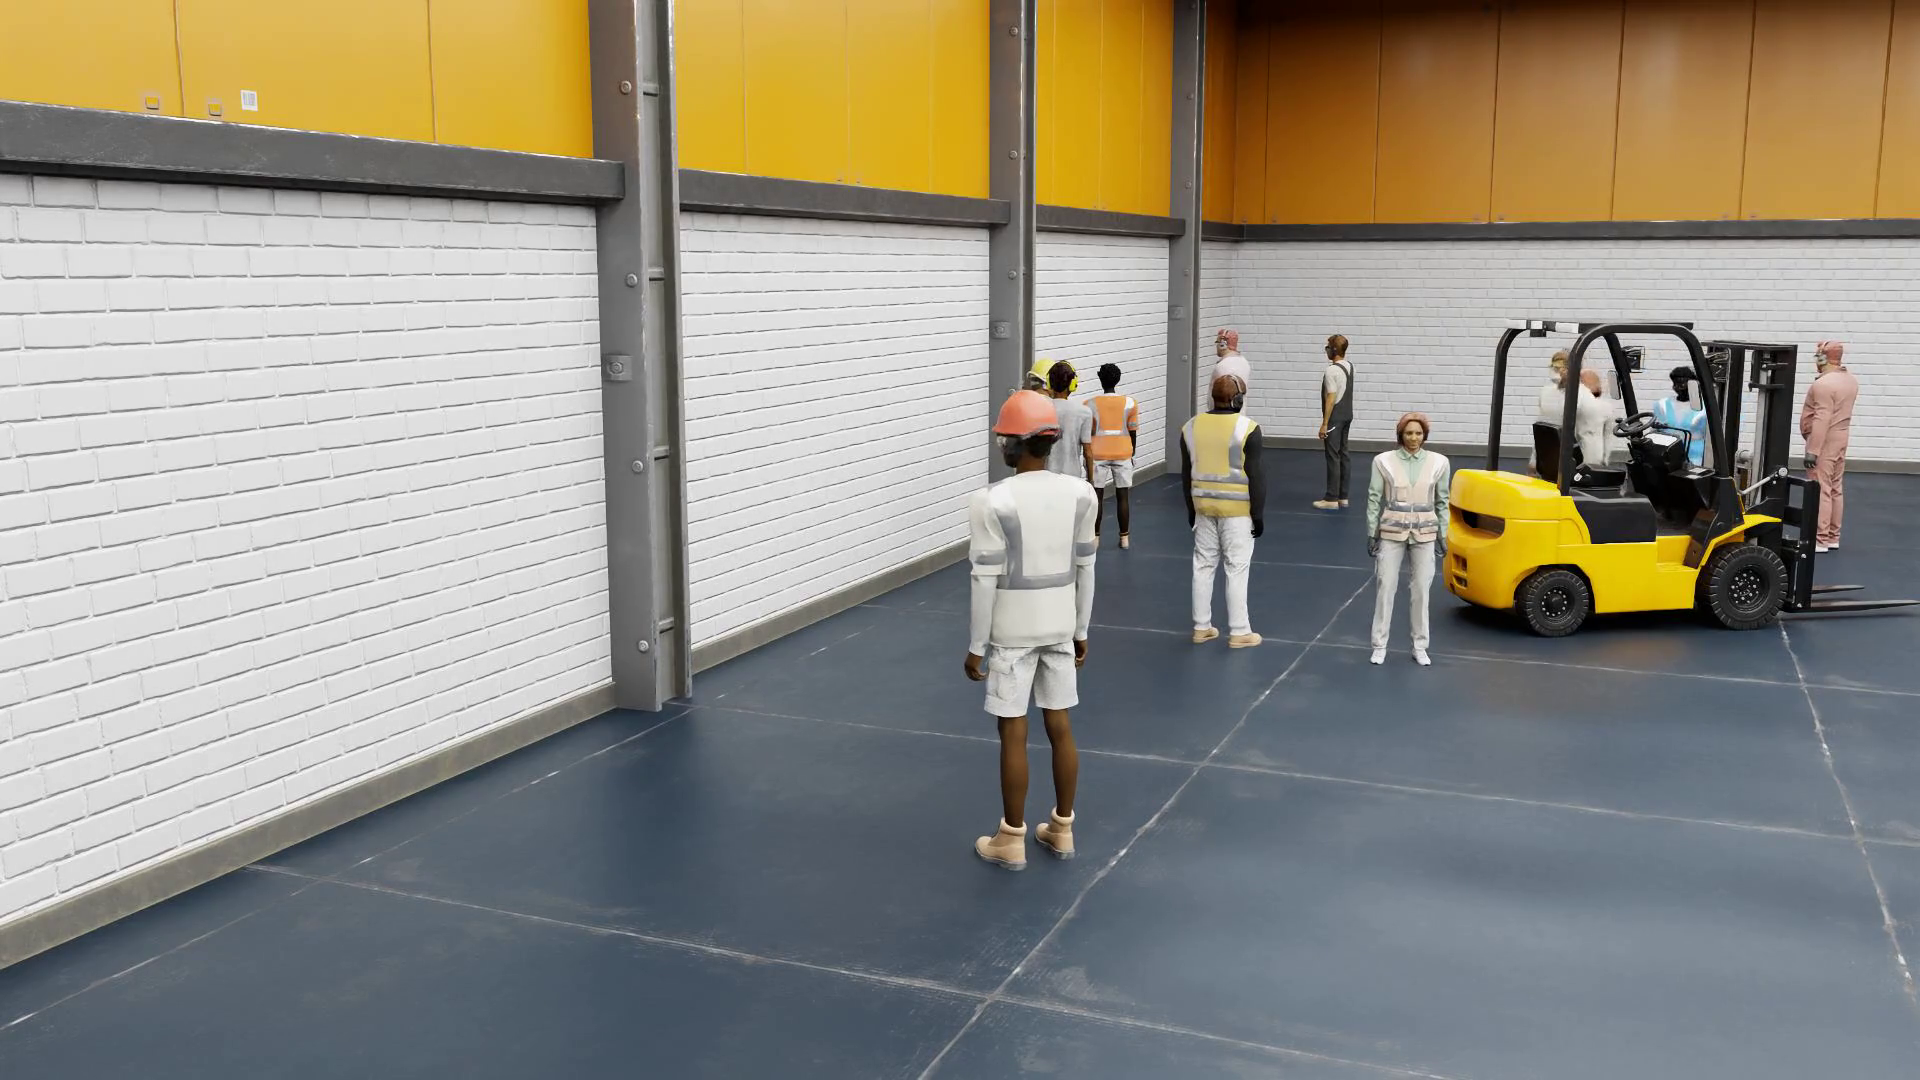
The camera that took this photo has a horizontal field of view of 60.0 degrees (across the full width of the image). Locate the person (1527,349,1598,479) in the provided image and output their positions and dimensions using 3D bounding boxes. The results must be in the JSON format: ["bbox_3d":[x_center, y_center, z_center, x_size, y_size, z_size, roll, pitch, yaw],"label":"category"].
[{"bbox_3d":[5.007,-0.616,13.622,0.930,1.909,0.628,-2,10,-12],"label":"person"}]

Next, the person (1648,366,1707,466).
[{"bbox_3d":[6.429,-0.716,14.928,0.531,1.667,0.682,8,12,39],"label":"person"}]

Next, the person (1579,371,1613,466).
[{"bbox_3d":[5.624,-0.723,15.090,0.521,1.620,0.392,-4,10,-21],"label":"person"}]

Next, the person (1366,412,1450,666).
[{"bbox_3d":[2.875,-0.004,10.687,0.525,1.636,0.307,1,9,7],"label":"person"}]

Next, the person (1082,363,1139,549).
[{"bbox_3d":[1.353,-0.752,15.064,0.531,1.694,0.320,0,9,-1],"label":"person"}]

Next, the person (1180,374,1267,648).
[{"bbox_3d":[1.793,-0.194,11.222,0.625,1.844,0.429,8,12,39],"label":"person"}]

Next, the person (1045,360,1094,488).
[{"bbox_3d":[0.745,-0.397,12.367,0.532,1.869,0.311,2,10,10],"label":"person"}]

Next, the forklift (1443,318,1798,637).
[{"bbox_3d":[4.706,-0.497,11.990,2.313,2.155,1.214,-2,10,-10],"label":"forklift"}]

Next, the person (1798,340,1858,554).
[{"bbox_3d":[7.730,-0.833,14.904,0.652,1.904,0.403,-8,12,-41],"label":"person"}]

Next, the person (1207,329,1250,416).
[{"bbox_3d":[2.781,-1.249,17.420,0.403,1.906,0.652,5,11,30],"label":"person"}]

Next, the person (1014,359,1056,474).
[{"bbox_3d":[0.664,-0.538,13.363,0.403,1.822,0.588,-8,13,-42],"label":"person"}]

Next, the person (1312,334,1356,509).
[{"bbox_3d":[3.967,-1.246,17.583,0.345,1.846,0.507,8,12,40],"label":"person"}]

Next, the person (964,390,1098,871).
[{"bbox_3d":[0.288,0.385,7.104,0.608,2.044,0.379,-5,11,-29],"label":"person"}]
